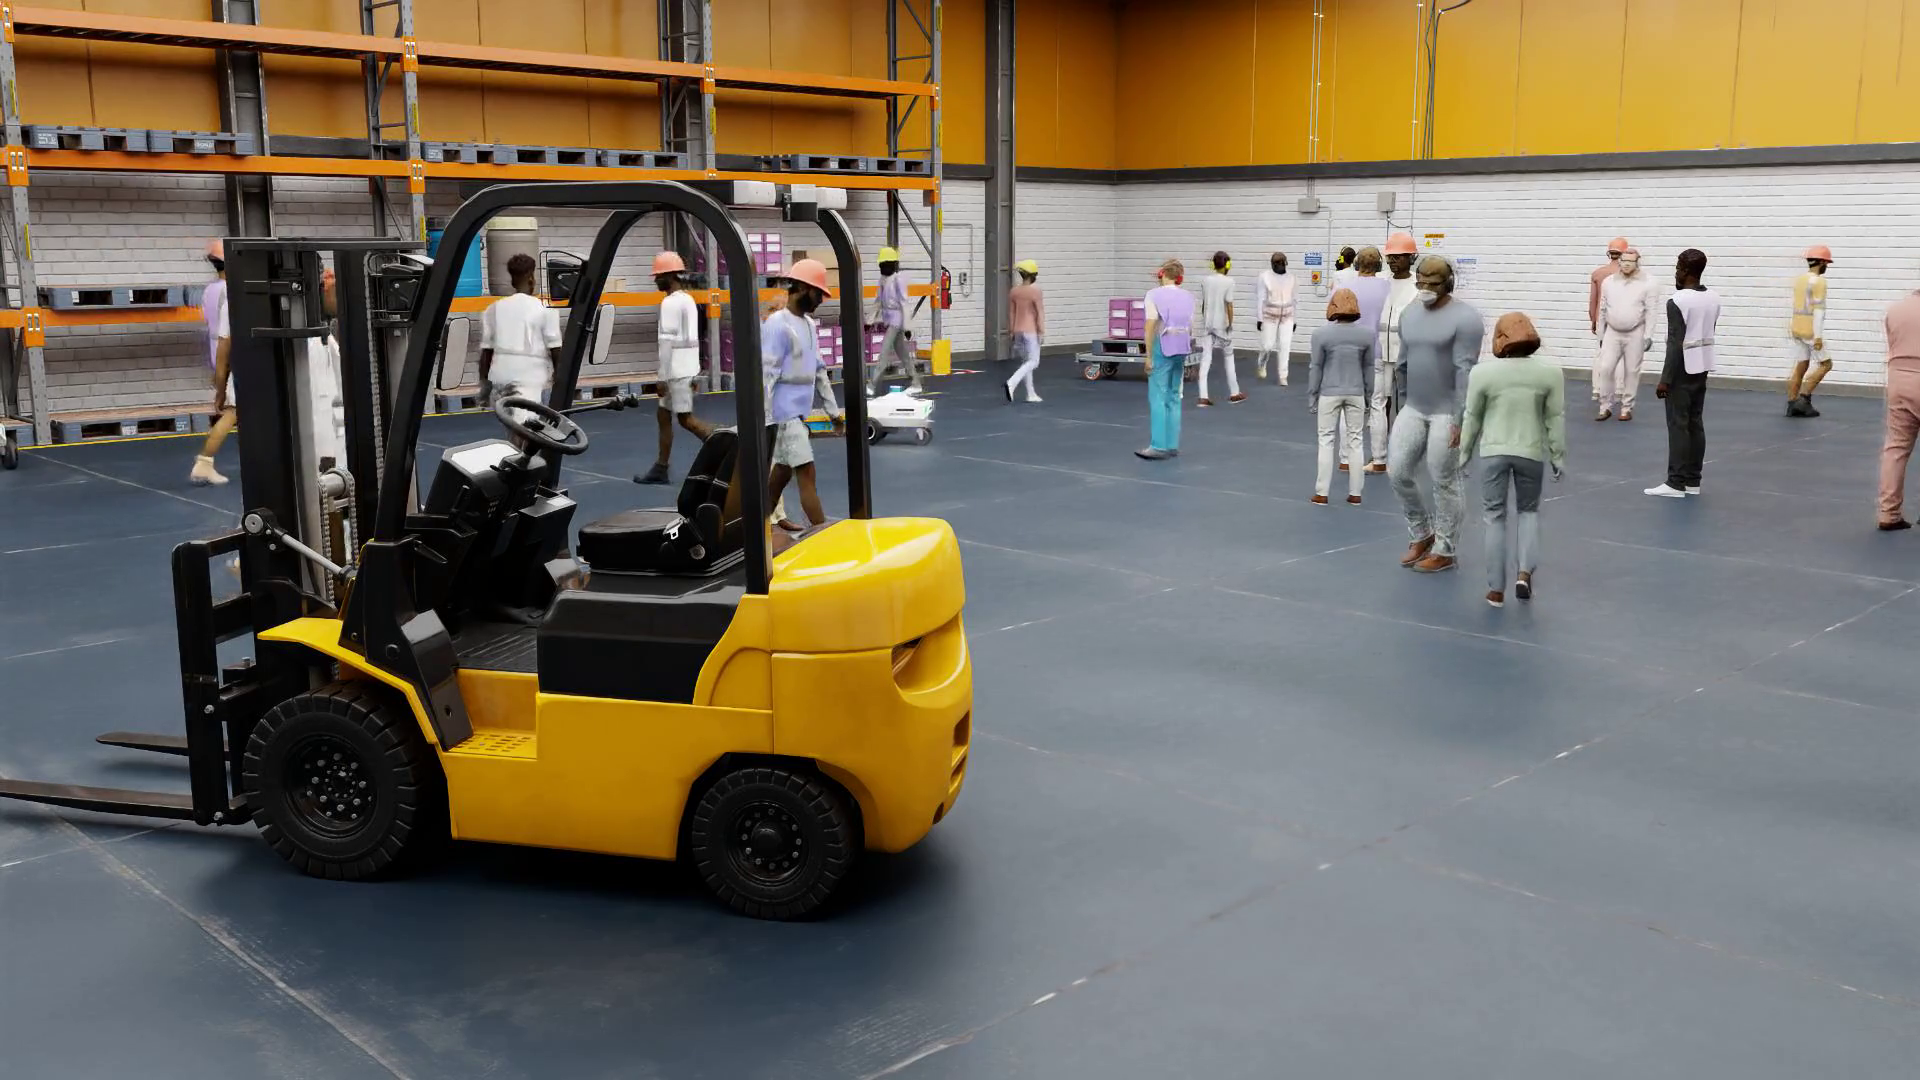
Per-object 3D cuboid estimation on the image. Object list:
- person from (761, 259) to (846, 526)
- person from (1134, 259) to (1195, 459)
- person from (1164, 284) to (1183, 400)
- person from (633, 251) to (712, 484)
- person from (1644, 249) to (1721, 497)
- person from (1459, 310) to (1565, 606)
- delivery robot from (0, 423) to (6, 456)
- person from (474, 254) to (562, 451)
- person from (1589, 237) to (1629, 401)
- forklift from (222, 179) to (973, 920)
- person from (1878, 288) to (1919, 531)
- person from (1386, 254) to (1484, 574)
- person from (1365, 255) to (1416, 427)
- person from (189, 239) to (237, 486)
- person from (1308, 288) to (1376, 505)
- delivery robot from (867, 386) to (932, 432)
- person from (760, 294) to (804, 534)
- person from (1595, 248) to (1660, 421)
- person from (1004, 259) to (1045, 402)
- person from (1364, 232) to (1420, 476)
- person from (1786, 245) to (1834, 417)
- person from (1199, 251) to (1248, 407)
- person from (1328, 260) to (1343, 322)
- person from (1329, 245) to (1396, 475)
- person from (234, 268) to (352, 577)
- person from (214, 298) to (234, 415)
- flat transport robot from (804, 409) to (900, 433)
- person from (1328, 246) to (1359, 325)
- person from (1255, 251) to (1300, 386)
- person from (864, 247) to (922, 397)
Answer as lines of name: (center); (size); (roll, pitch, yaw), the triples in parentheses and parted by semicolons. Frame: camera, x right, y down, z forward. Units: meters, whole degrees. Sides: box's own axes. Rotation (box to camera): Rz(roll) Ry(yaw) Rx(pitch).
person: (-0.960, -0.765, 10.176); (0.877, 1.868, 0.567); (2, 11, 12)
person: (1.866, -1.649, 15.185); (0.731, 1.804, 0.429); (-8, 13, -37)
person: (2.617, -2.545, 20.517); (0.310, 1.638, 0.523); (-1, 10, -7)
person: (-2.188, -1.364, 13.383); (0.916, 1.901, 0.591); (1, 10, 6)
person: (5.636, -1.287, 12.898); (0.594, 1.919, 0.387); (-8, 13, -37)
person: (3.024, -0.444, 9.123); (0.530, 1.613, 0.383); (2, 11, 11)
delivery robot: (-8.535, -0.918, 14.346); (0.707, 0.478, 0.477); (9, 14, 40)
person: (-3.342, -1.191, 12.480); (0.644, 1.903, 0.943); (4, 11, 22)
person: (8.012, -2.696, 20.362); (0.612, 1.997, 0.375); (9, 14, 42)
forklift: (-1.114, -0.058, 5.440); (2.313, 2.155, 1.214); (2, 11, 13)
person: (6.636, -0.992, 11.371); (0.674, 1.881, 0.659); (-5, 11, -24)
person: (2.824, -0.741, 9.939); (0.443, 1.909, 0.645); (-7, 13, -35)
person: (4.568, -2.166, 17.510); (0.611, 1.985, 0.393); (3, 11, 14)
person: (-5.936, -1.458, 13.606); (0.970, 2.005, 0.620); (-10, 14, -42)
person: (2.866, -1.067, 12.497); (0.501, 1.626, 0.277); (-1, 10, -3)
delivery robot: (-0.629, -1.254, 16.183); (0.707, 0.478, 0.477); (1, 10, 7)
person: (-1.205, -0.836, 11.213); (0.283, 1.632, 0.507); (2, 11, 11)
person: (7.212, -2.219, 18.064); (0.649, 1.882, 0.661); (7, 13, 34)
person: (0.770, -2.500, 19.972); (0.693, 1.743, 0.534); (-10, 14, -43)
person: (3.651, -1.537, 13.915); (0.605, 2.045, 0.377); (10, 14, 42)
person: (9.452, -2.305, 18.453); (0.462, 1.914, 0.567); (0, 10, 0)
person: (3.110, -2.520, 19.863); (0.541, 1.822, 0.912); (9, 13, 39)
person: (5.495, -3.191, 23.885); (0.530, 1.696, 0.321); (-8, 13, -36)
person: (3.422, -1.513, 14.072); (0.627, 1.940, 0.370); (3, 11, 16)
person: (-3.480, -0.535, 8.965); (0.806, 1.859, 0.585); (-3, 11, -18)
person: (-4.770, -1.110, 11.598); (0.712, 2.000, 0.973); (0, 10, 1)
flat transport robot: (-1.391, -1.206, 16.946); (1.431, 0.197, 0.652); (-4, 11, -22)
person: (5.183, -3.008, 22.413); (0.513, 1.872, 0.328); (-5, 12, -26)
person: (4.288, -3.006, 22.552); (0.632, 1.817, 0.696); (-1, 10, -4)
person: (-0.901, -2.733, 20.915); (1.015, 1.867, 0.604); (-4, 11, -22)
